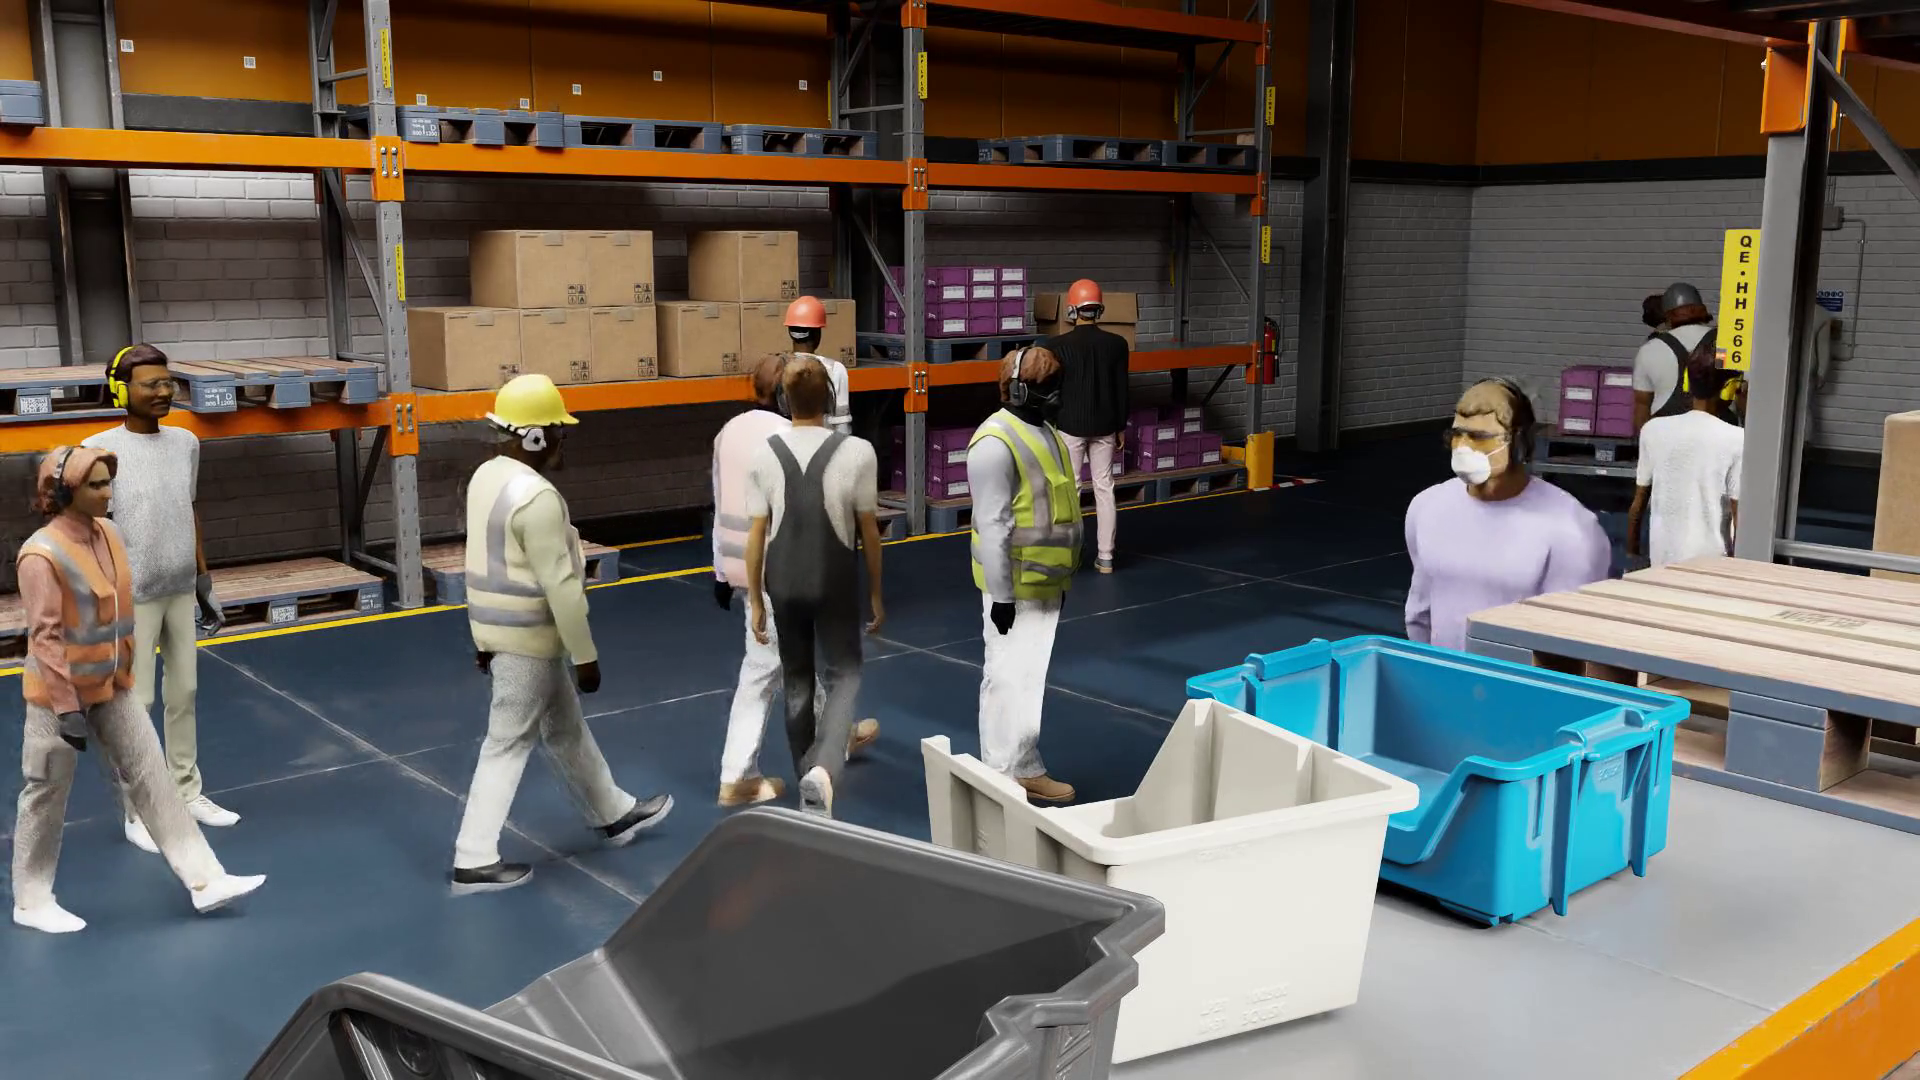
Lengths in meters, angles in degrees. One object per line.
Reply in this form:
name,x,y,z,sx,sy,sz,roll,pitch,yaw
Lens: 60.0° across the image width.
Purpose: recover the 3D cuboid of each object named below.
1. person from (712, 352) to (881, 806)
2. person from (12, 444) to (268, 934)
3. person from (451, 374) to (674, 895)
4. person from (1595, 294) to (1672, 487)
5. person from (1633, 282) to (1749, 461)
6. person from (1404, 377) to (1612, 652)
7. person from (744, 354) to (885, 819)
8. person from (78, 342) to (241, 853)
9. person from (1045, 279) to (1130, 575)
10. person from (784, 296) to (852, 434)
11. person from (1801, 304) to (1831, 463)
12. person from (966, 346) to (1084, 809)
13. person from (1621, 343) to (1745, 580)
person,-0.657,0.140,6.780,0.888,1.795,0.644,-7,12,-36
person,-2.727,0.496,5.341,0.828,1.596,0.552,1,10,4
person,-1.430,0.313,5.860,0.899,1.780,0.607,-6,12,-29
person,6.253,-1.303,14.940,0.981,1.781,0.641,7,12,33
person,4.704,-0.676,10.674,0.763,2.000,0.766,4,11,20
person,1.415,0.504,4.522,1.062,1.878,0.650,-8,13,-38
person,-0.561,0.214,6.303,0.519,1.828,0.746,1,10,6
person,-2.985,0.206,6.202,0.328,1.876,0.513,4,11,23
person,0.844,-0.753,11.232,0.614,1.996,0.379,-3,10,-15
person,-0.874,-0.422,9.543,0.545,1.938,0.359,2,10,10
person,8.316,-1.689,16.659,0.665,1.929,0.514,3,10,15
person,0.268,0.171,6.487,0.429,1.845,0.621,4,11,23
person,2.933,0.132,6.674,0.413,1.850,0.510,-7,12,-32
